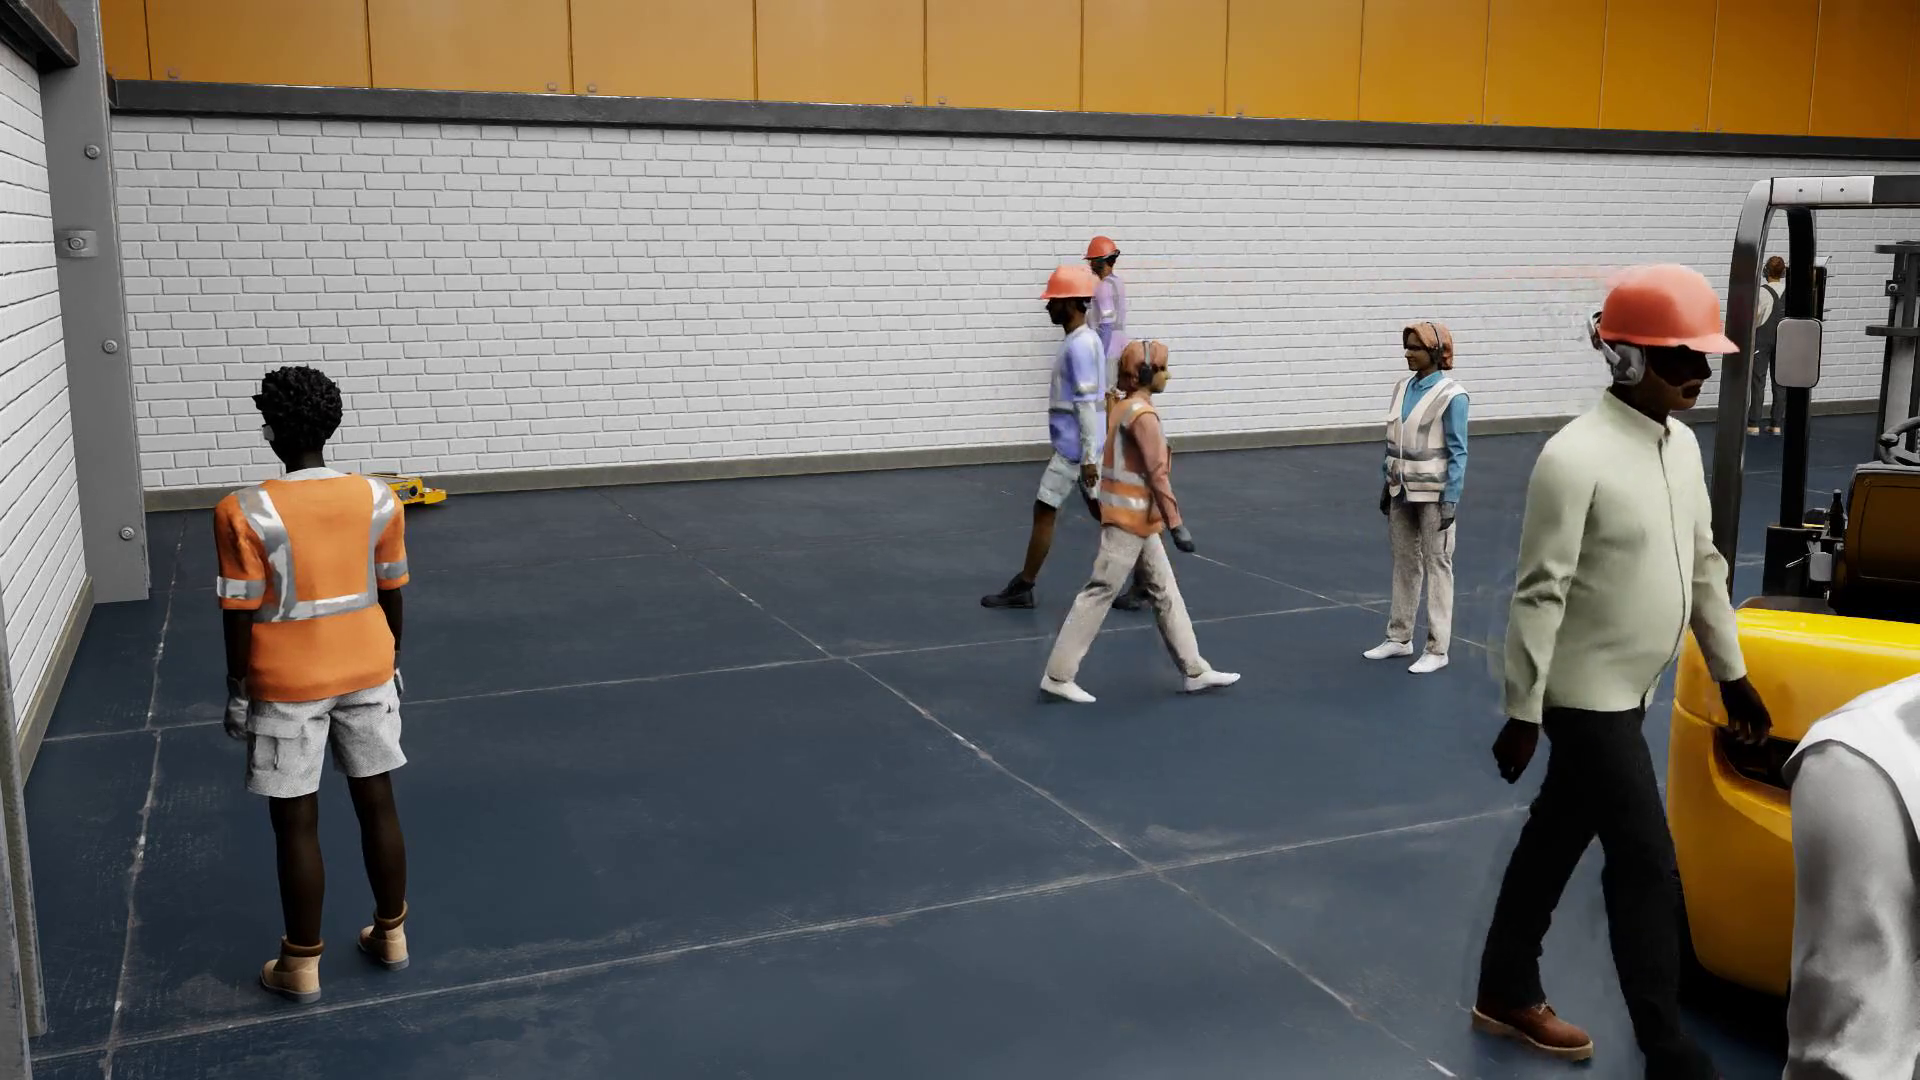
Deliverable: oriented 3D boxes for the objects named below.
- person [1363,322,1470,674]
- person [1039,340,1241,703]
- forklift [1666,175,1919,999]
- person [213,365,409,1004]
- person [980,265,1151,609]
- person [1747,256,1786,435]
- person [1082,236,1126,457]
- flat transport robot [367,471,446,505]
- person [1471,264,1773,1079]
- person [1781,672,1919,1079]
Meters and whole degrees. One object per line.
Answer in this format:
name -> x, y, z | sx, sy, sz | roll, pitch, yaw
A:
person -> 2.163, -0.198, 7.802 | 0.310, 1.639, 0.514 | -5, 11, -24
person -> 0.768, -0.069, 7.233 | 0.909, 1.588, 0.511 | 0, 10, 0
forklift -> 2.810, 0.094, 4.662 | 1.214, 2.155, 2.313 | 7, 12, 34
person -> -1.720, 0.381, 4.471 | 0.318, 1.691, 0.534 | 8, 13, 39
person -> 0.658, -0.535, 9.011 | 1.015, 1.896, 0.556 | 2, 10, 10
person -> 8.326, -1.994, 17.129 | 0.508, 1.846, 0.342 | -1, 10, -4
person -> 1.258, -1.643, 14.655 | 0.394, 2.039, 0.614 | 3, 11, 16
flat transport robot -> -4.549, -0.314, 12.213 | 0.652, 0.197, 1.431 | 6, 12, 28
person -> 1.610, 0.358, 3.838 | 0.922, 1.950, 0.635 | 9, 14, 42
person -> 1.088, 0.776, 1.761 | 0.576, 1.882, 0.355 | -5, 11, -26
